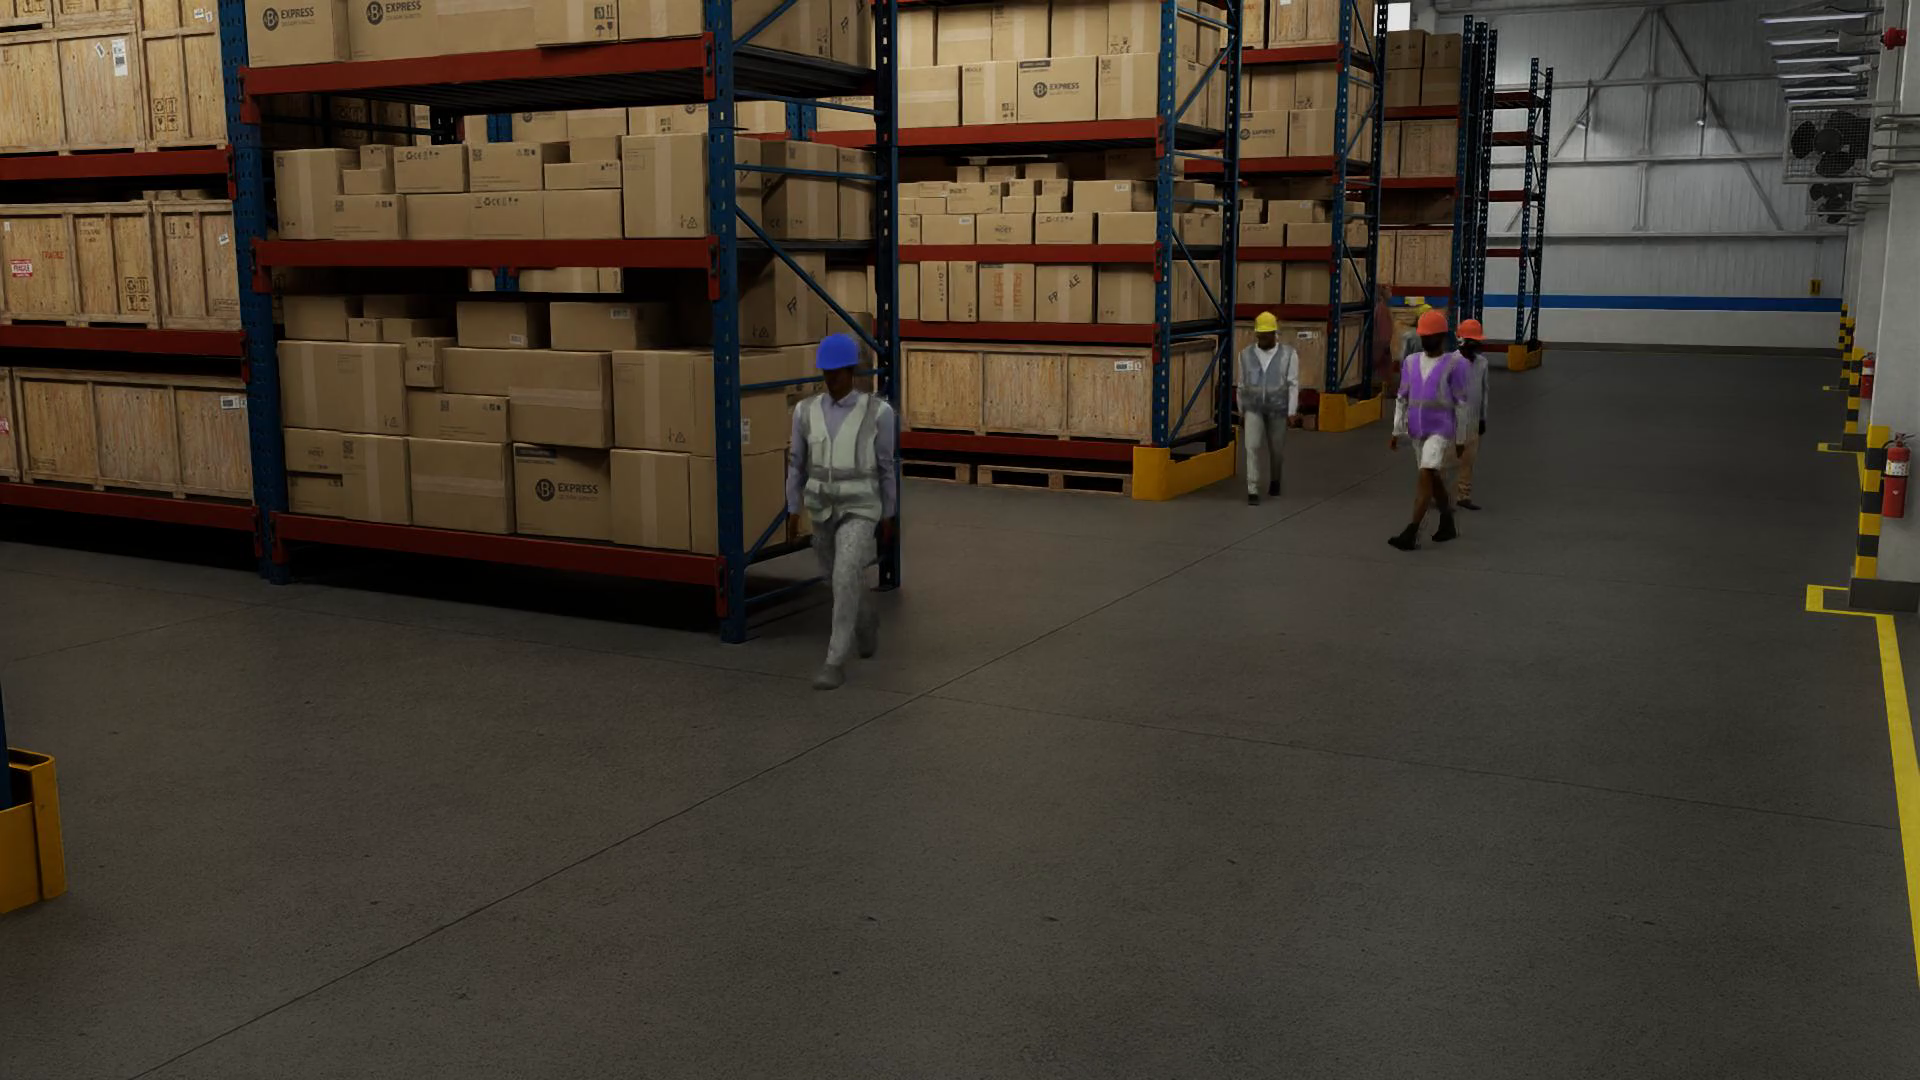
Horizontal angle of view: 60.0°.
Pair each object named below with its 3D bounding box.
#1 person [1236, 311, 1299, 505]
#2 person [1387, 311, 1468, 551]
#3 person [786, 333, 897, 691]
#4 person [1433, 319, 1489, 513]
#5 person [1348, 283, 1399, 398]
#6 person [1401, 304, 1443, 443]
[{"bbox_3d":[2.882,-1.249,15.615,0.591,1.800,0.788,3,10,16],"label":"person"},{"bbox_3d":[3.739,-0.873,13.223,1.011,1.888,0.543,-8,13,-40],"label":"person"},{"bbox_3d":[-0.634,-0.192,9.172,0.620,1.914,0.906,4,10,21],"label":"person"},{"bbox_3d":[4.551,-1.118,15.012,0.573,1.743,0.350,-5,11,-25],"label":"person"},{"bbox_3d":[6.708,-3.172,26.593,1.015,1.861,0.651,2,10,11],"label":"person"},{"bbox_3d":[5.695,-2.062,20.572,0.495,1.708,0.846,4,11,24],"label":"person"}]
